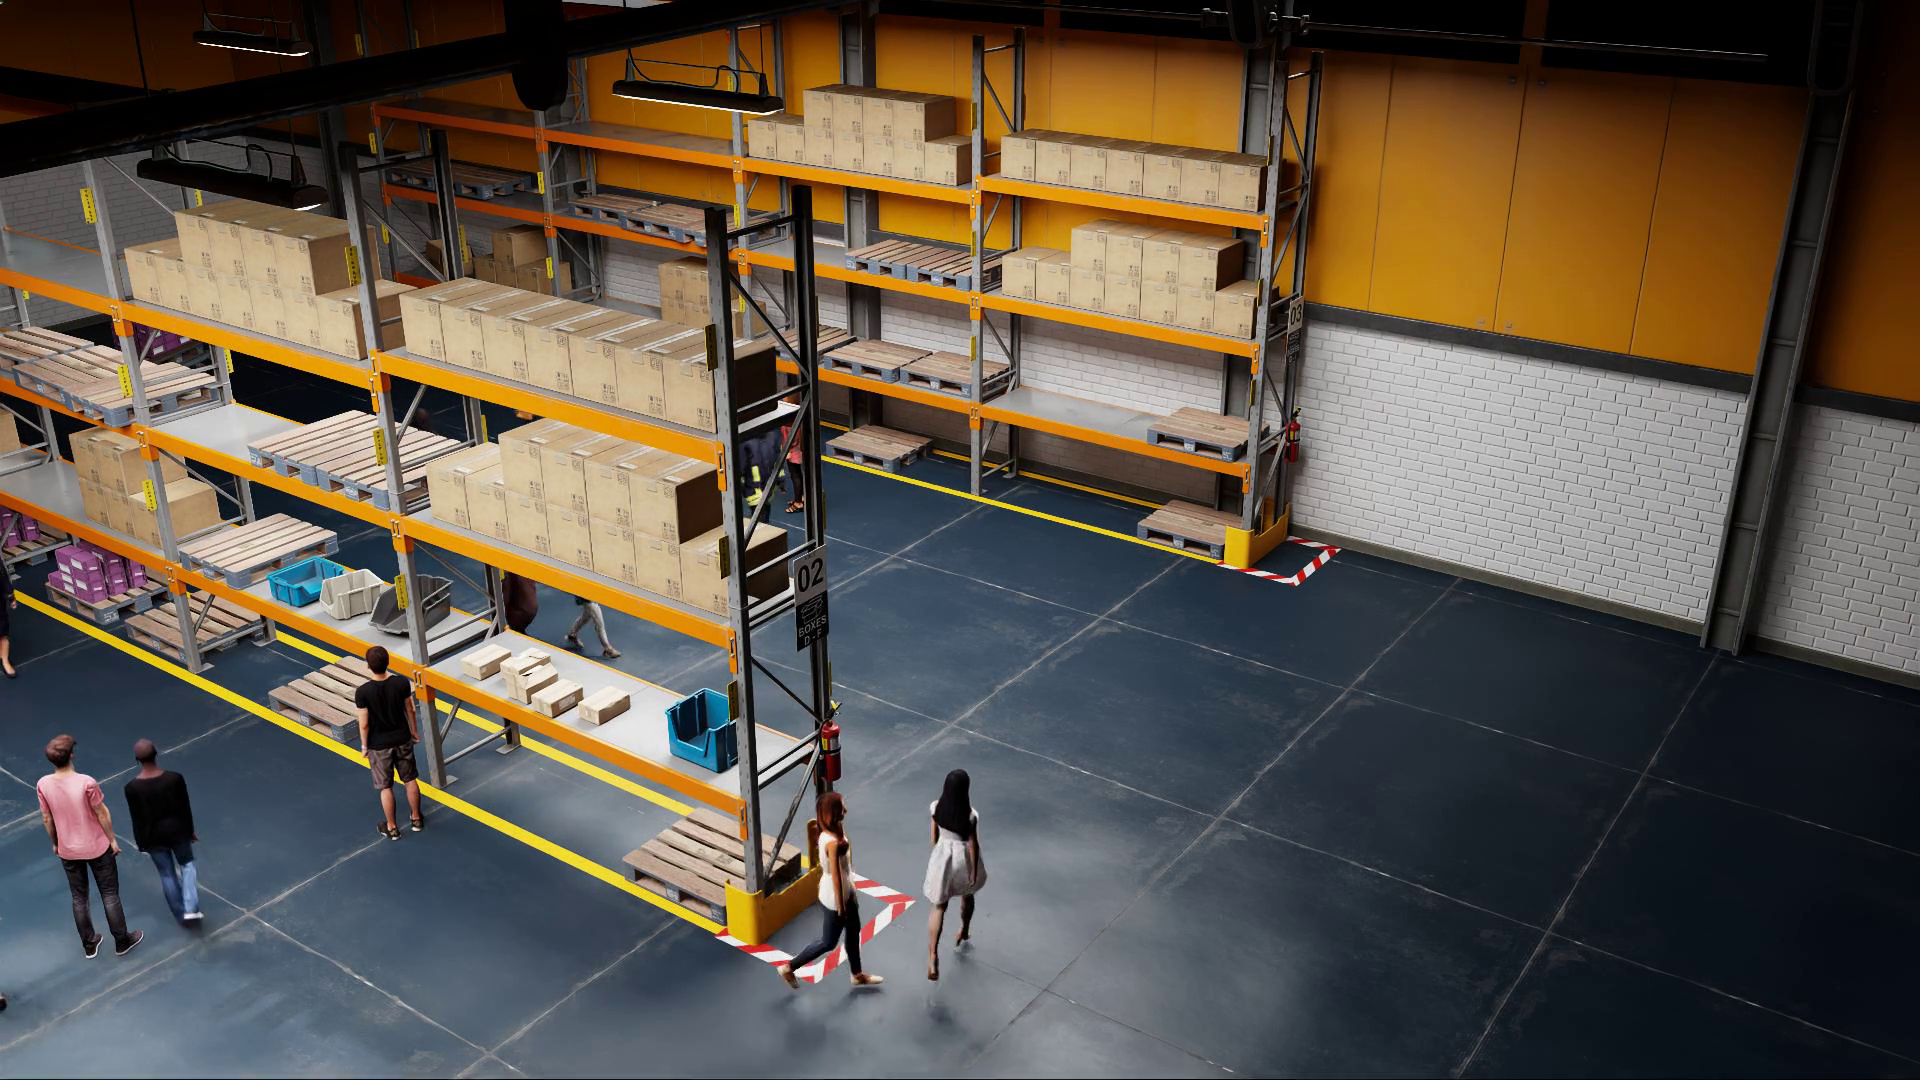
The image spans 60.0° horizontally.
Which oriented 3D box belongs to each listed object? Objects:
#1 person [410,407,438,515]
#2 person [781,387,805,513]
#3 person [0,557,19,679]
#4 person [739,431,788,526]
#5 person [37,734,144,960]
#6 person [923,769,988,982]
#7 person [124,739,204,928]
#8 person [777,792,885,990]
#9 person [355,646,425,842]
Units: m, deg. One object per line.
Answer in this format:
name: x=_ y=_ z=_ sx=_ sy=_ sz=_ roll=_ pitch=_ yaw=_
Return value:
person: x=-6.607 y=-0.780 z=20.767 sx=0.805 sy=1.697 sz=1.150 roll=-17 pitch=29 yaw=-34
person: x=-2.176 y=-1.189 z=21.697 sx=0.717 sy=1.702 sz=0.699 roll=2 pitch=24 yaw=4
person: x=-10.228 y=0.686 z=17.461 sx=0.661 sy=1.660 sz=0.715 roll=18 pitch=30 yaw=36
person: x=-2.511 y=-0.754 z=20.584 sx=0.926 sy=1.796 sz=1.091 roll=-16 pitch=29 yaw=-33
person: x=-6.918 y=2.421 z=13.119 sx=0.696 sy=1.958 sz=0.772 roll=-3 pitch=24 yaw=-6
person: x=-0.080 y=2.608 z=12.954 sx=1.145 sy=1.747 sz=0.948 roll=6 pitch=24 yaw=14
person: x=-6.402 y=2.411 z=13.416 sx=0.768 sy=1.738 sz=0.854 roll=-12 pitch=26 yaw=-26
person: x=-1.036 y=2.718 z=12.691 sx=1.118 sy=1.756 sz=1.010 roll=-2 pitch=24 yaw=-5
person: x=-5.049 y=1.779 z=14.708 sx=0.750 sy=1.861 sz=0.687 roll=-17 pitch=29 yaw=-34
